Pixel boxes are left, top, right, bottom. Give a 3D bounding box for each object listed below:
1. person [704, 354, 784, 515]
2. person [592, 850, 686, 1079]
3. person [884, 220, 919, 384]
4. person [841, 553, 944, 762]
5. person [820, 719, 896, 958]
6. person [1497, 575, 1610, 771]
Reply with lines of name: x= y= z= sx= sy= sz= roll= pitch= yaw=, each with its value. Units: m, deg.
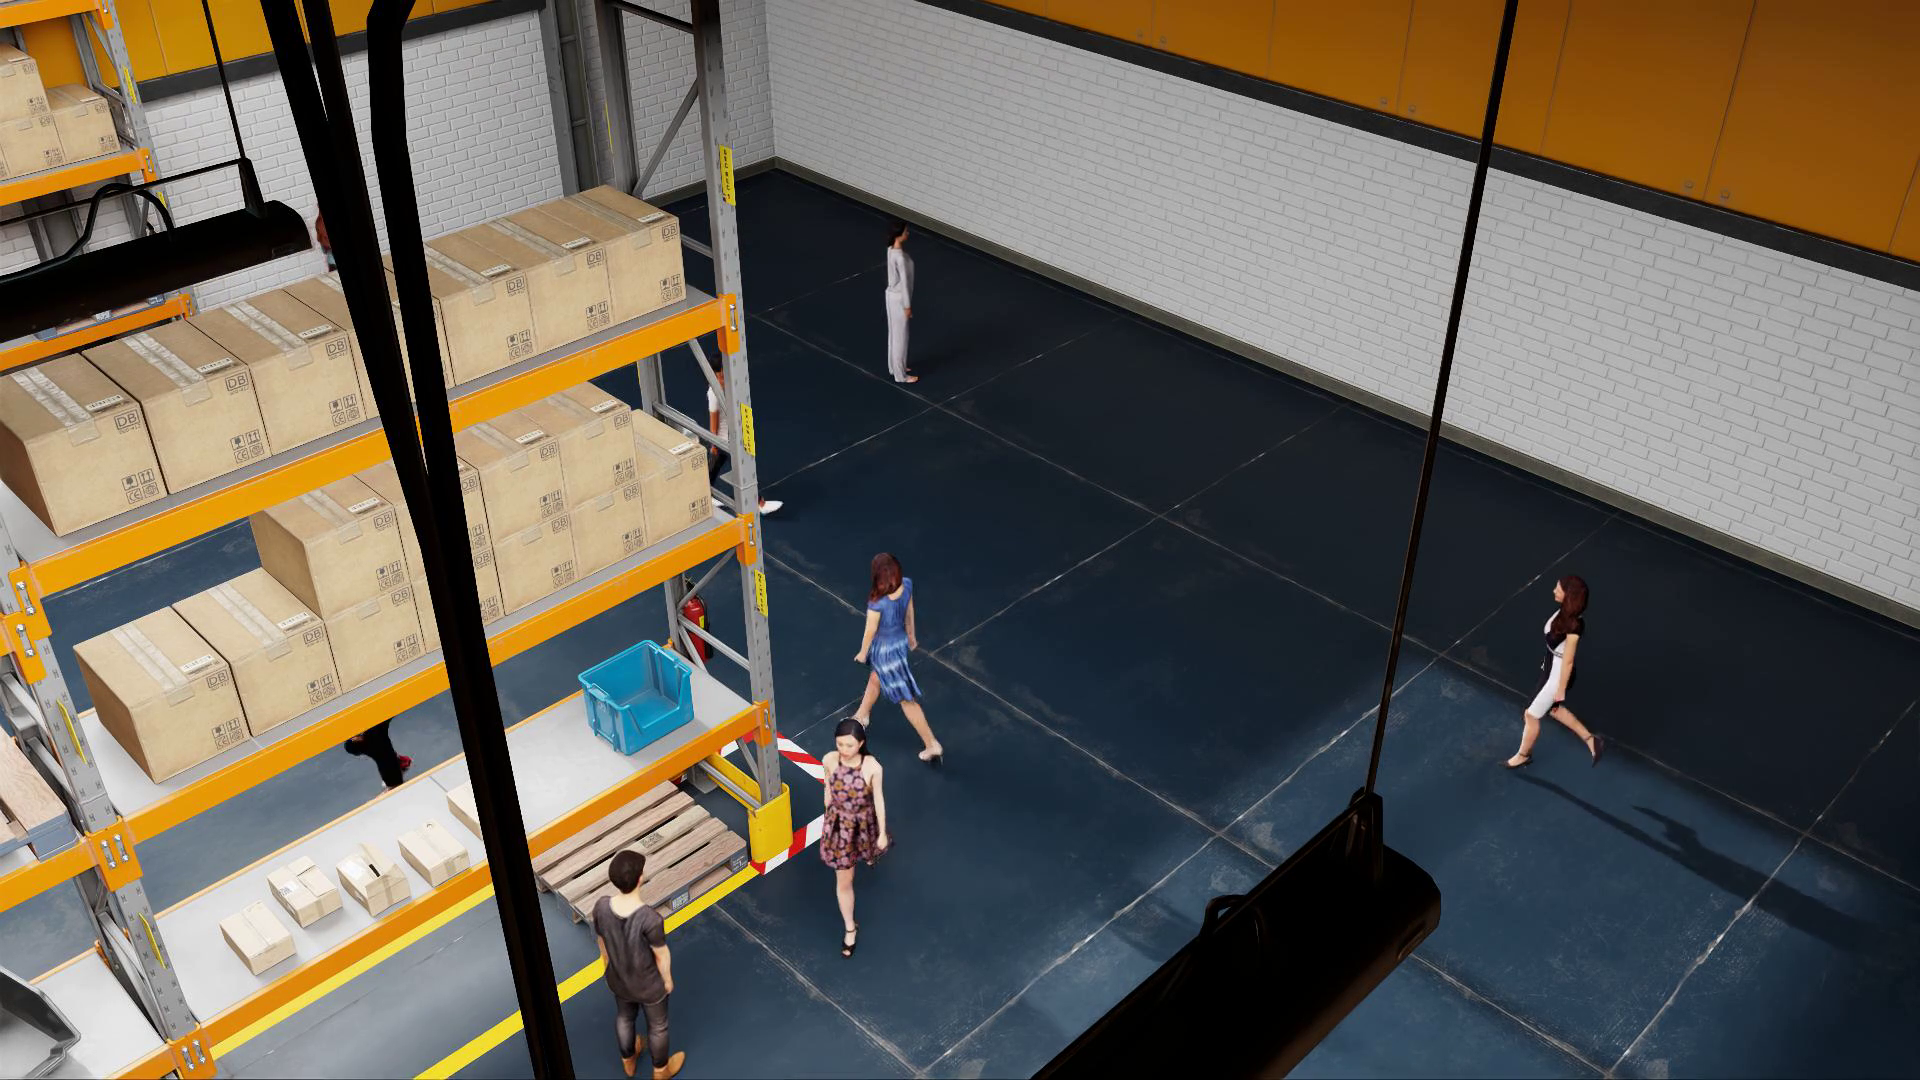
person: x=-2.224 y=-0.953 z=15.207 sx=1.033 sy=1.588 sz=1.061 roll=5 pitch=34 yaw=7
person: x=-1.915 y=2.552 z=9.826 sx=0.702 sy=1.707 sz=0.688 roll=13 pitch=36 yaw=18
person: x=-0.645 y=-2.501 z=17.367 sx=0.682 sy=1.773 sz=0.668 roll=-9 pitch=35 yaw=-13
person: x=-0.439 y=0.920 z=12.239 sx=0.931 sy=1.753 sz=1.169 roll=16 pitch=37 yaw=23
person: x=-0.654 y=1.833 z=10.875 sx=1.029 sy=1.743 sz=1.208 roll=5 pitch=34 yaw=8
person: x=4.411 y=1.019 z=12.066 sx=0.959 sy=1.779 sz=1.007 roll=8 pitch=34 yaw=12
